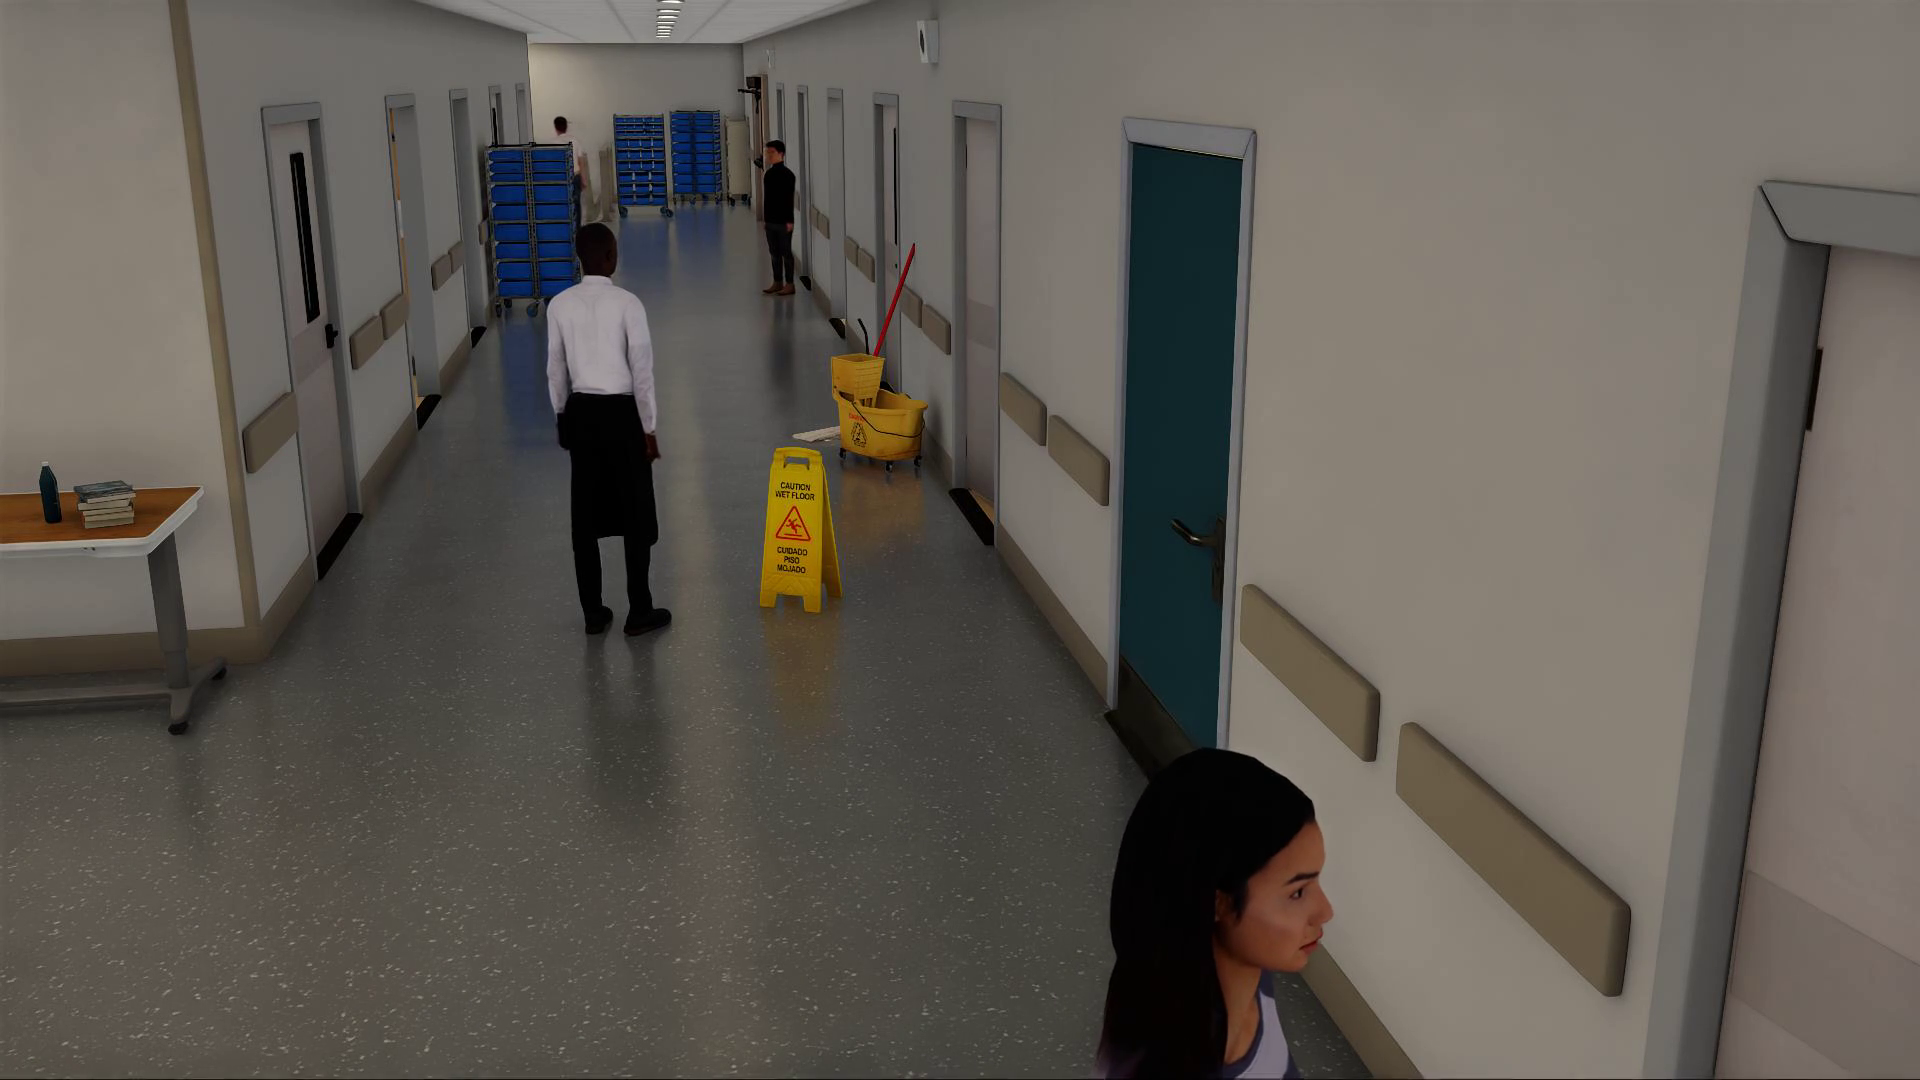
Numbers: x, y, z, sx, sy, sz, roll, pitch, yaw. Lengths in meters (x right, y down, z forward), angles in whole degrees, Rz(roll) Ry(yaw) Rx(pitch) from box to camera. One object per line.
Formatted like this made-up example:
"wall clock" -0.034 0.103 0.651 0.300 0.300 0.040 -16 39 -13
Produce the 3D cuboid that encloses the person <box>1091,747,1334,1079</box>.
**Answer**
"person" 0.274 1.067 2.110 0.711 1.732 0.592 5 16 17

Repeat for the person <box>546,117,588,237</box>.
"person" -5.641 -5.138 23.929 0.742 1.836 0.717 -6 17 -19

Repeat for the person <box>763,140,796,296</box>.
"person" -2.056 -3.674 18.943 0.782 1.723 0.667 -14 21 -41

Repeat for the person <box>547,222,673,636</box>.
"person" -1.586 -0.485 7.424 0.712 1.836 0.686 4 16 13
